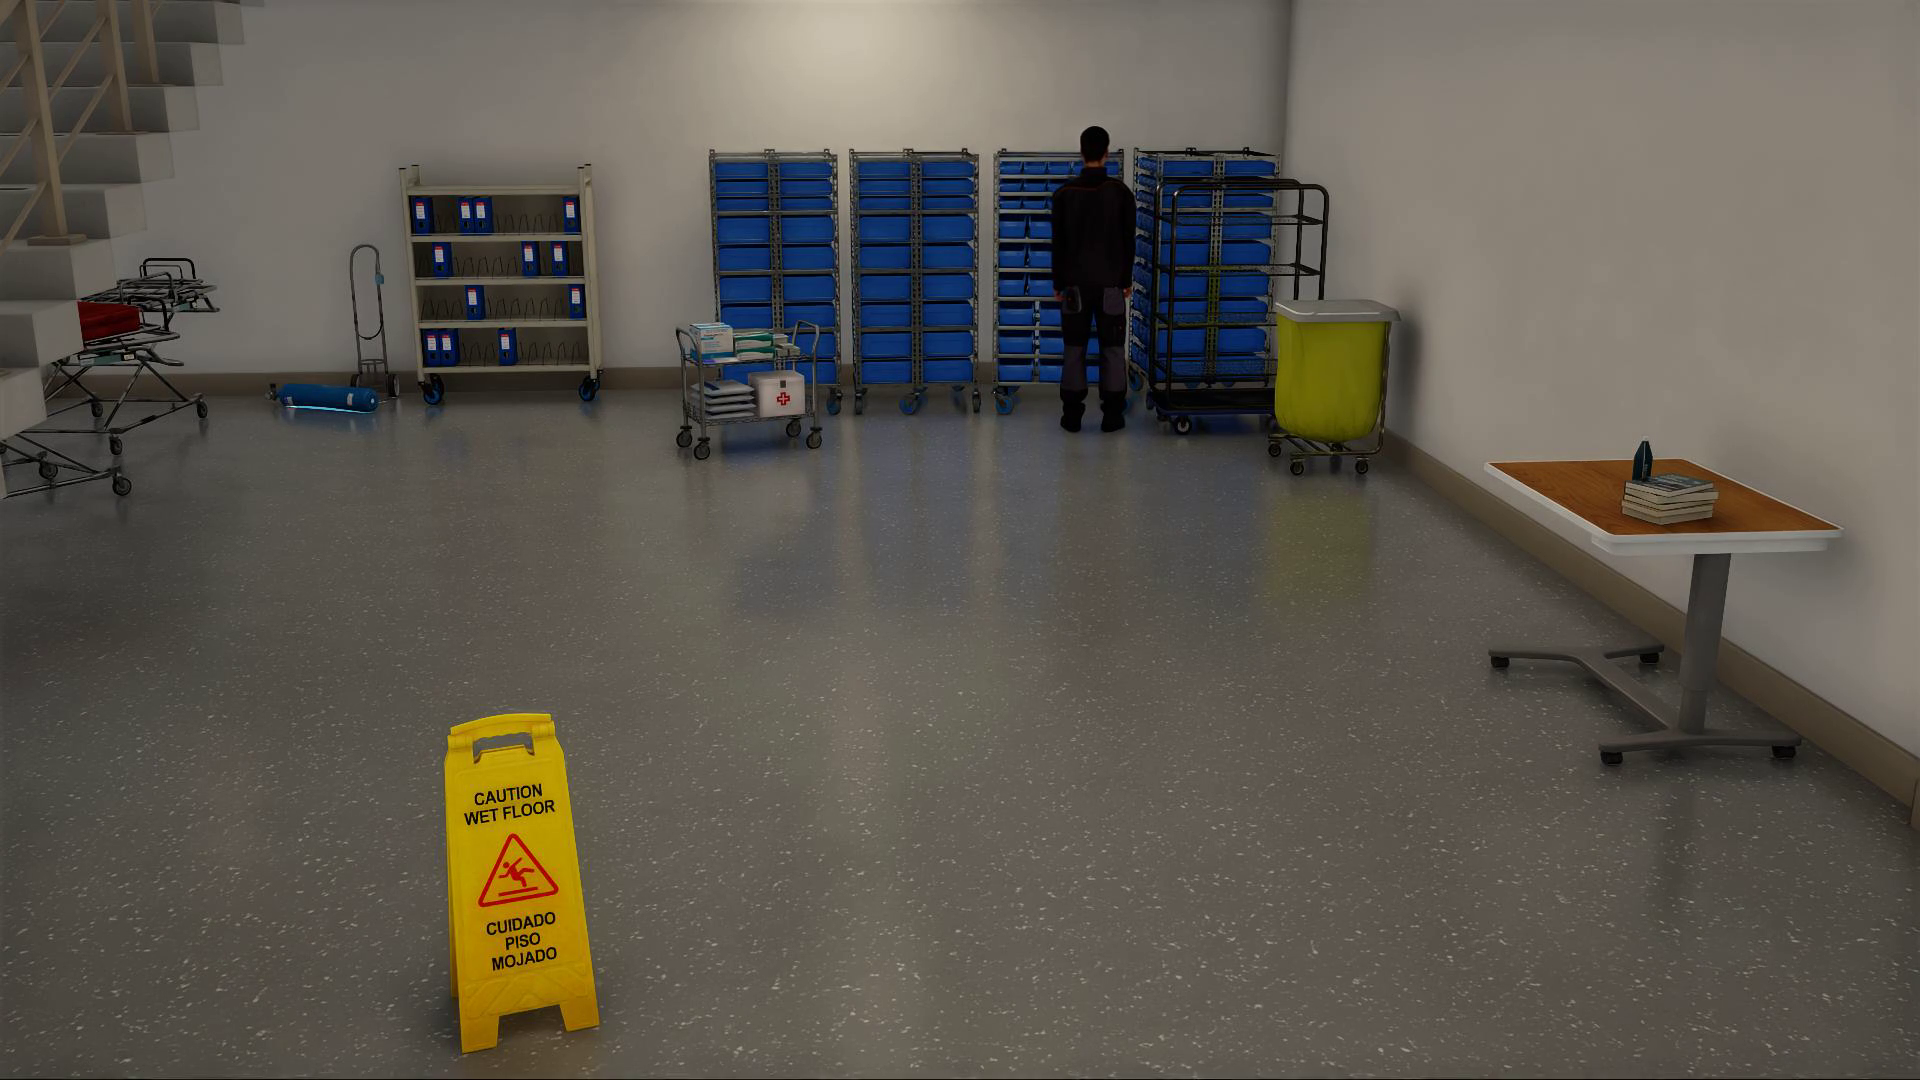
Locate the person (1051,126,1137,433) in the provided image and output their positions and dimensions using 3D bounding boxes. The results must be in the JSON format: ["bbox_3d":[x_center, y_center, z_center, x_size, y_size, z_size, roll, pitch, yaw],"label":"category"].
[{"bbox_3d":[0.857,-1.676,10.711,0.730,1.946,0.636,1,16,4],"label":"person"}]
